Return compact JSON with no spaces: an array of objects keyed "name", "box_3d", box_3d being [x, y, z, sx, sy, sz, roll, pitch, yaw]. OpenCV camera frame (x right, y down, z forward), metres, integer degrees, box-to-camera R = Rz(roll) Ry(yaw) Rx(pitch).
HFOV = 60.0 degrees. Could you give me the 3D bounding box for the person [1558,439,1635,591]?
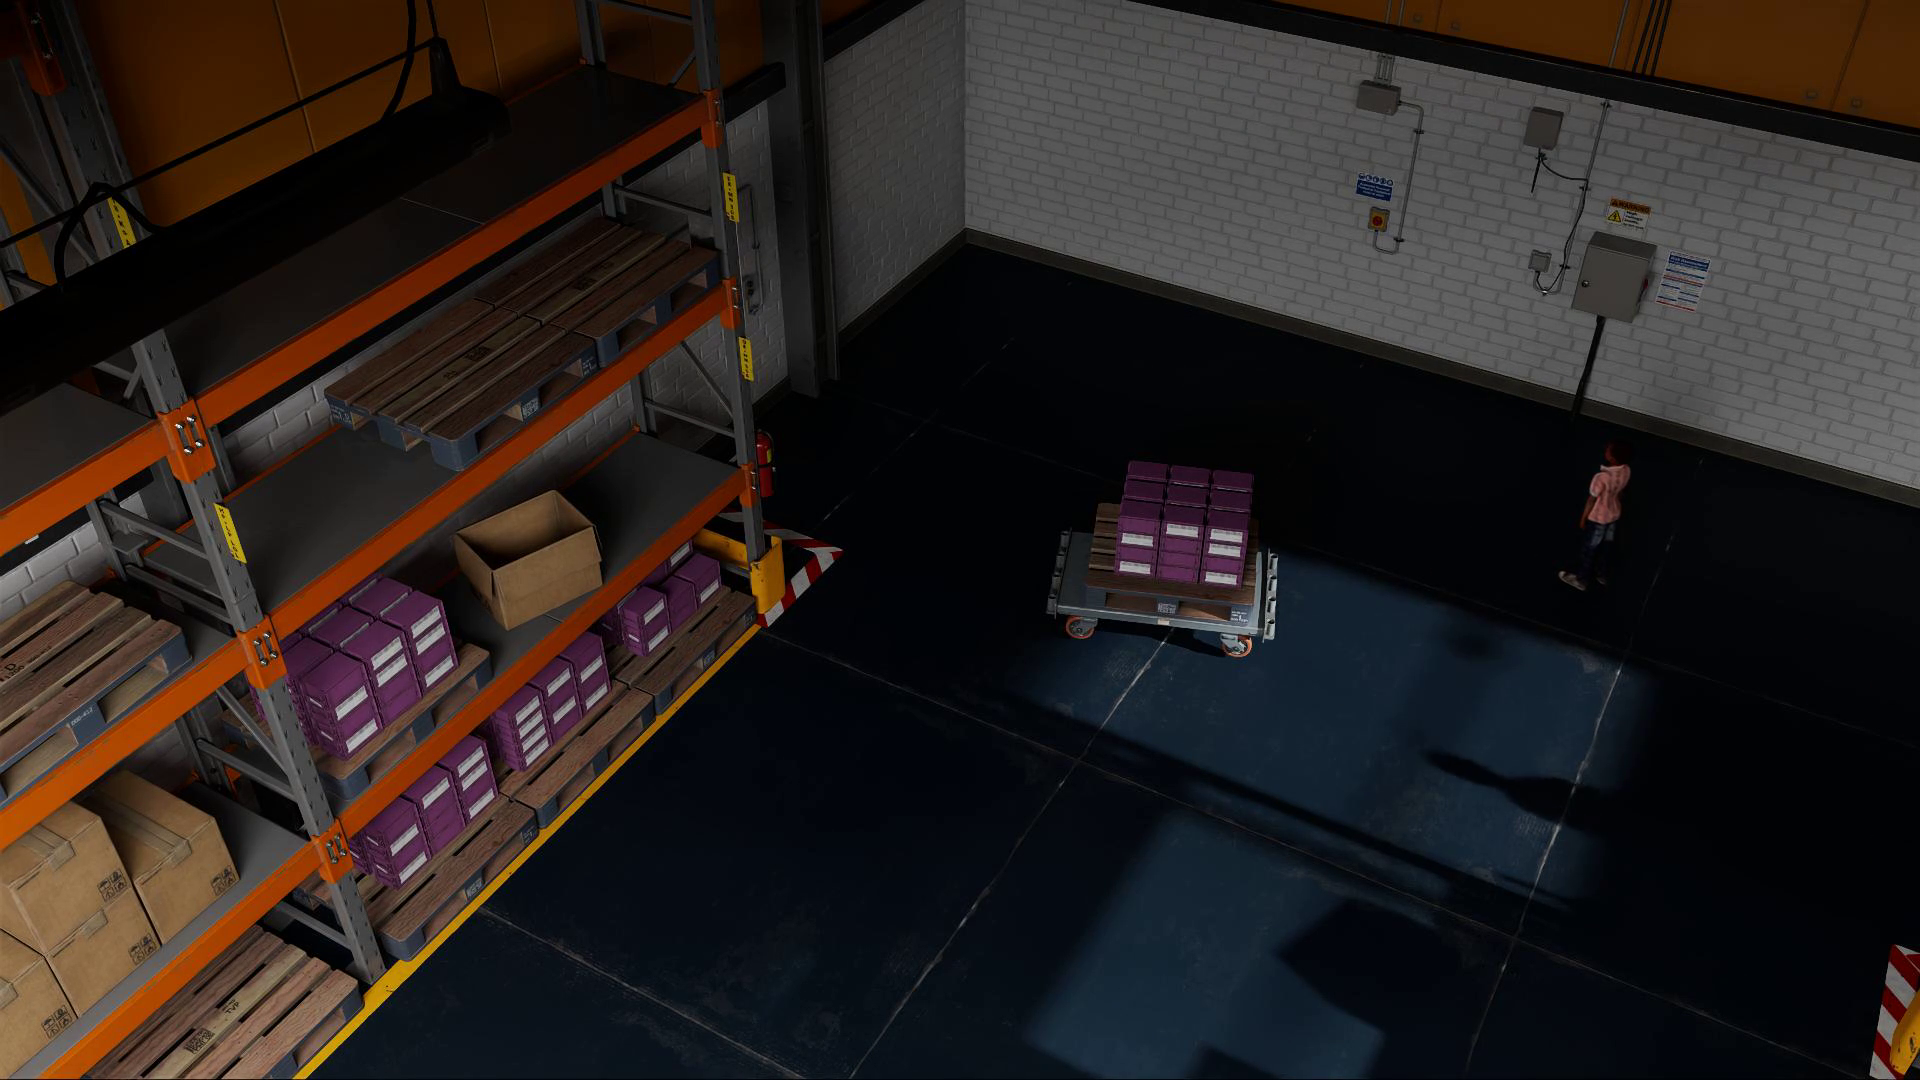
[{"name":"person","box_3d":[4.832,-0.197,12.462,0.555,1.303,0.640,-16,41,-19]}]
